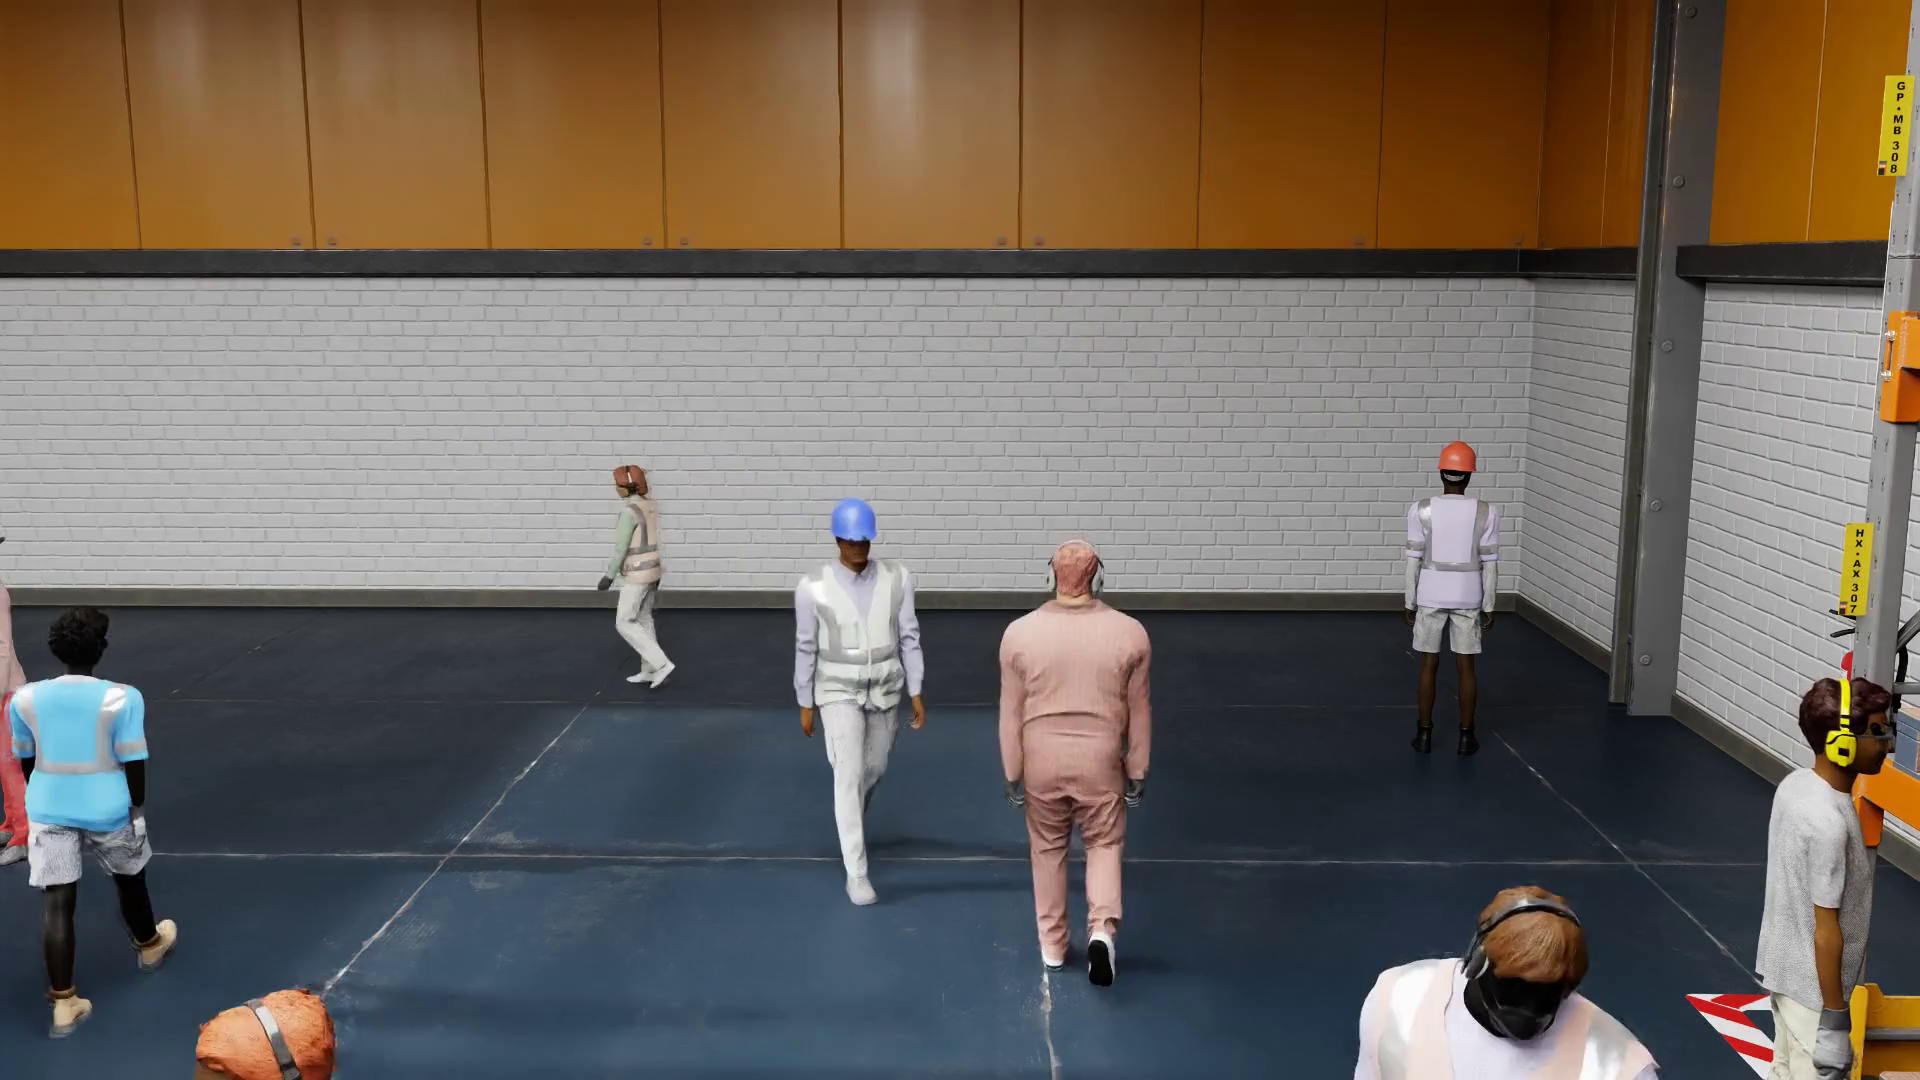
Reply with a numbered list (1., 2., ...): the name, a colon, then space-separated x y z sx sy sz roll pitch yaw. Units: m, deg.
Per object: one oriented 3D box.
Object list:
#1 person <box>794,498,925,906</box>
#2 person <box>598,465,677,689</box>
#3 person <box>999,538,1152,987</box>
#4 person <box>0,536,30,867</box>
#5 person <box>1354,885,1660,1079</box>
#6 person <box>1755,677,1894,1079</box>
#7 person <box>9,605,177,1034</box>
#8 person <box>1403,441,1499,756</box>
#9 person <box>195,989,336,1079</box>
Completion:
1. person: -0.509 0.721 8.135 0.614 1.913 0.935 -4 10 -21
2. person: -2.248 0.269 11.723 0.471 1.618 0.532 1 10 7
3. person: 0.477 0.940 6.931 0.641 1.889 0.630 1 10 4
4. person: -4.878 0.756 8.362 0.317 1.769 0.523 -7 12 -35
5. person: 1.027 1.564 3.408 0.687 1.807 0.549 6 11 32
6. person: 2.473 1.302 4.785 0.328 1.872 0.514 2 10 14
7. person: -3.524 1.075 6.761 0.548 1.645 0.857 -1 10 -6
8. person: 3.012 0.358 10.234 0.552 1.935 0.366 3 10 15
9. person: -1.068 1.641 2.877 1.036 1.825 0.588 -8 12 -39
